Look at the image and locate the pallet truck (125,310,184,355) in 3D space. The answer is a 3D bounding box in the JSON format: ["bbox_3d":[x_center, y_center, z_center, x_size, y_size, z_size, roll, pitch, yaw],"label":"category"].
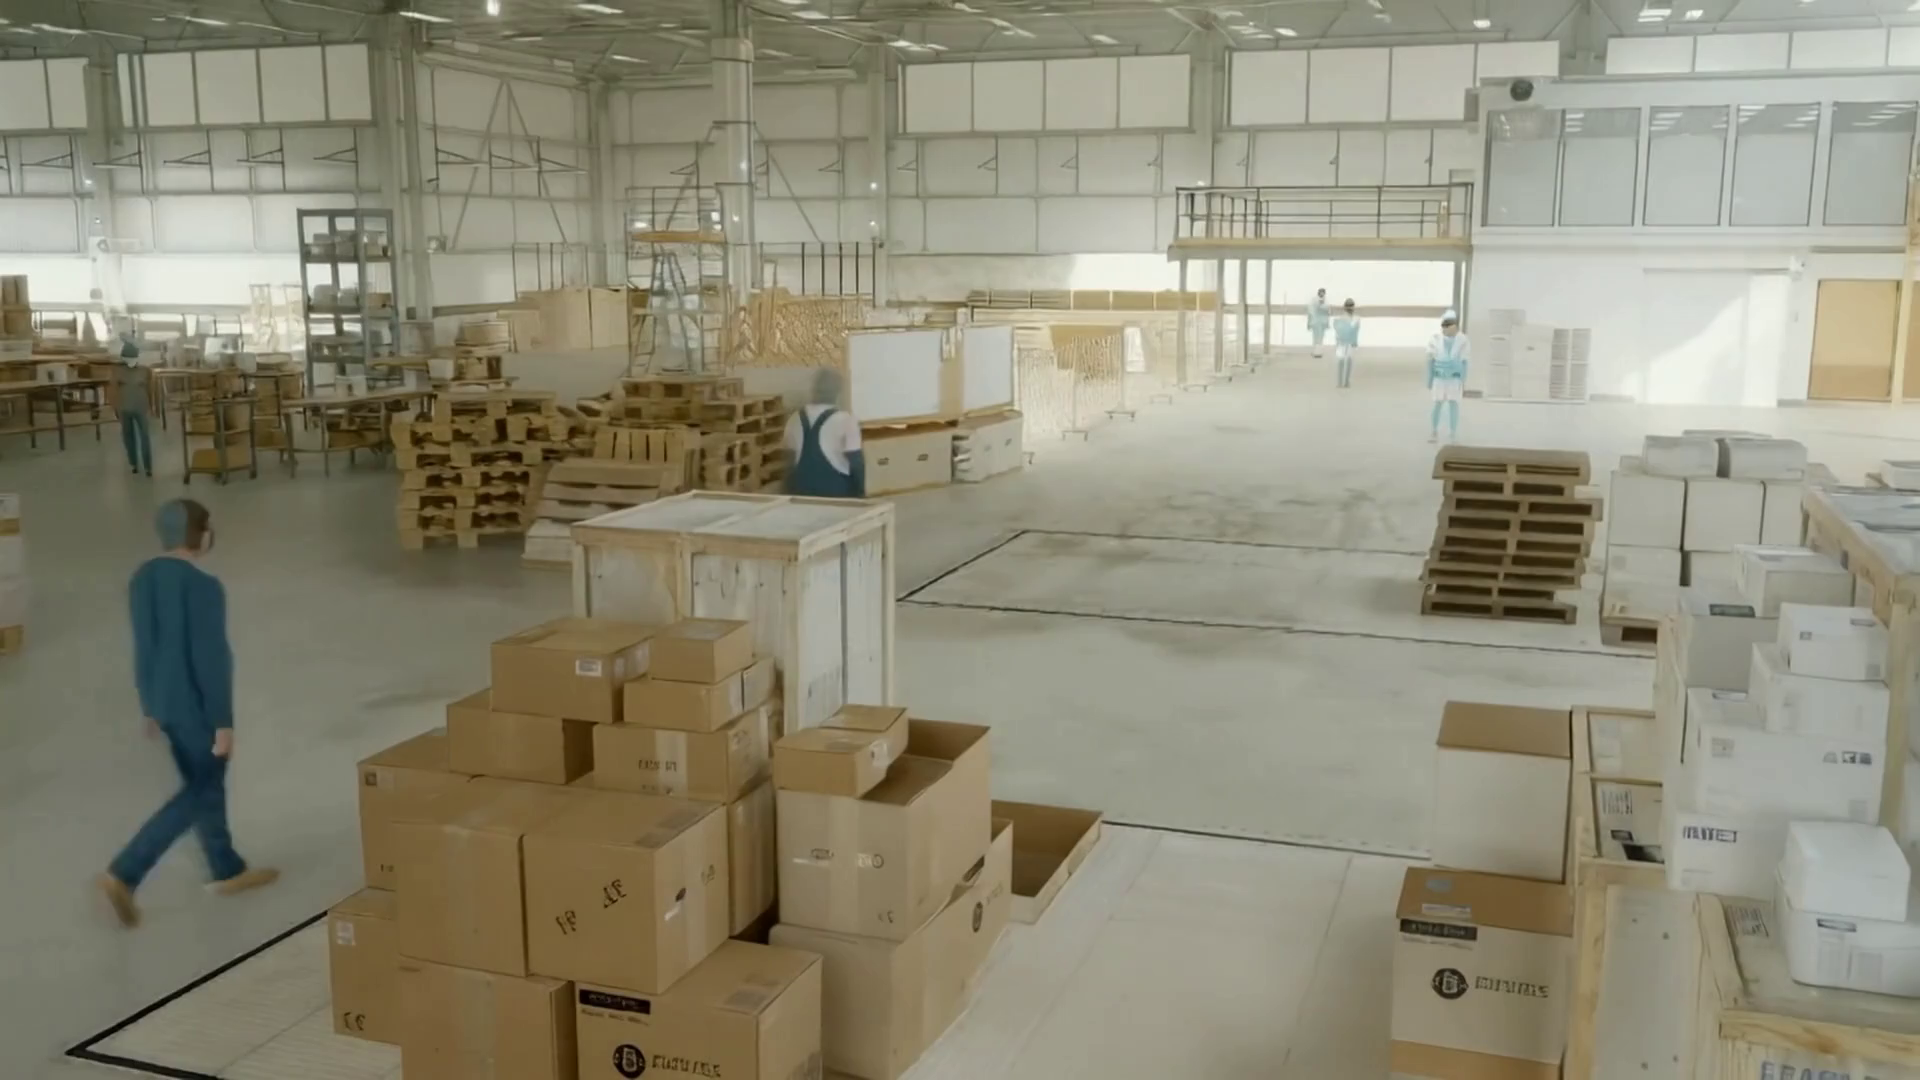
[{"bbox_3d":[-22.038,-5.665,45.457,0.704,1.261,1.522,3,11,17],"label":"pallet truck"}]

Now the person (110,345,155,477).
[{"bbox_3d":[-10.858,-1.692,21.864,0.520,1.720,0.922,-4,11,-24],"label":"person"}]

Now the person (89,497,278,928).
[{"bbox_3d":[-3.545,0.769,7.472,0.640,1.920,0.833,8,13,37],"label":"person"}]

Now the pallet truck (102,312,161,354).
[{"bbox_3d":[-23.057,-5.777,46.261,0.680,1.201,1.601,3,11,19],"label":"pallet truck"}]

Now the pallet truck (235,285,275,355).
[{"bbox_3d":[-18.327,-5.835,44.421,0.823,1.965,1.885,4,11,23],"label":"pallet truck"}]

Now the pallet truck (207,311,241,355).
[{"bbox_3d":[-19.537,-5.575,44.913,0.653,1.274,1.630,3,11,19],"label":"pallet truck"}]

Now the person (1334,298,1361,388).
[{"bbox_3d":[8.220,-4.156,35.222,0.546,1.914,0.722,1,10,4],"label":"person"}]

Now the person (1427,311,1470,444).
[{"bbox_3d":[7.429,-2.468,25.354,0.605,2.036,0.388,4,11,19],"label":"person"}]

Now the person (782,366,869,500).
[{"bbox_3d":[-1.098,-0.471,14.095,0.690,2.000,0.537,6,12,29],"label":"person"}]

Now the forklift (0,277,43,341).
[{"bbox_3d":[-27.151,-6.329,46.328,1.157,1.987,2.680,3,11,17],"label":"forklift"}]

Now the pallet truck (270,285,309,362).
[{"bbox_3d":[-17.147,-5.700,43.663,0.823,1.965,1.885,3,11,17],"label":"pallet truck"}]

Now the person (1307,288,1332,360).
[{"bbox_3d":[9.531,-5.701,43.946,0.610,1.885,0.902,-1,10,-6],"label":"person"}]

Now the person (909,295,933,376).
[{"bbox_3d":[-0.921,-4.753,38.652,0.574,1.883,0.355,4,11,19],"label":"person"}]
